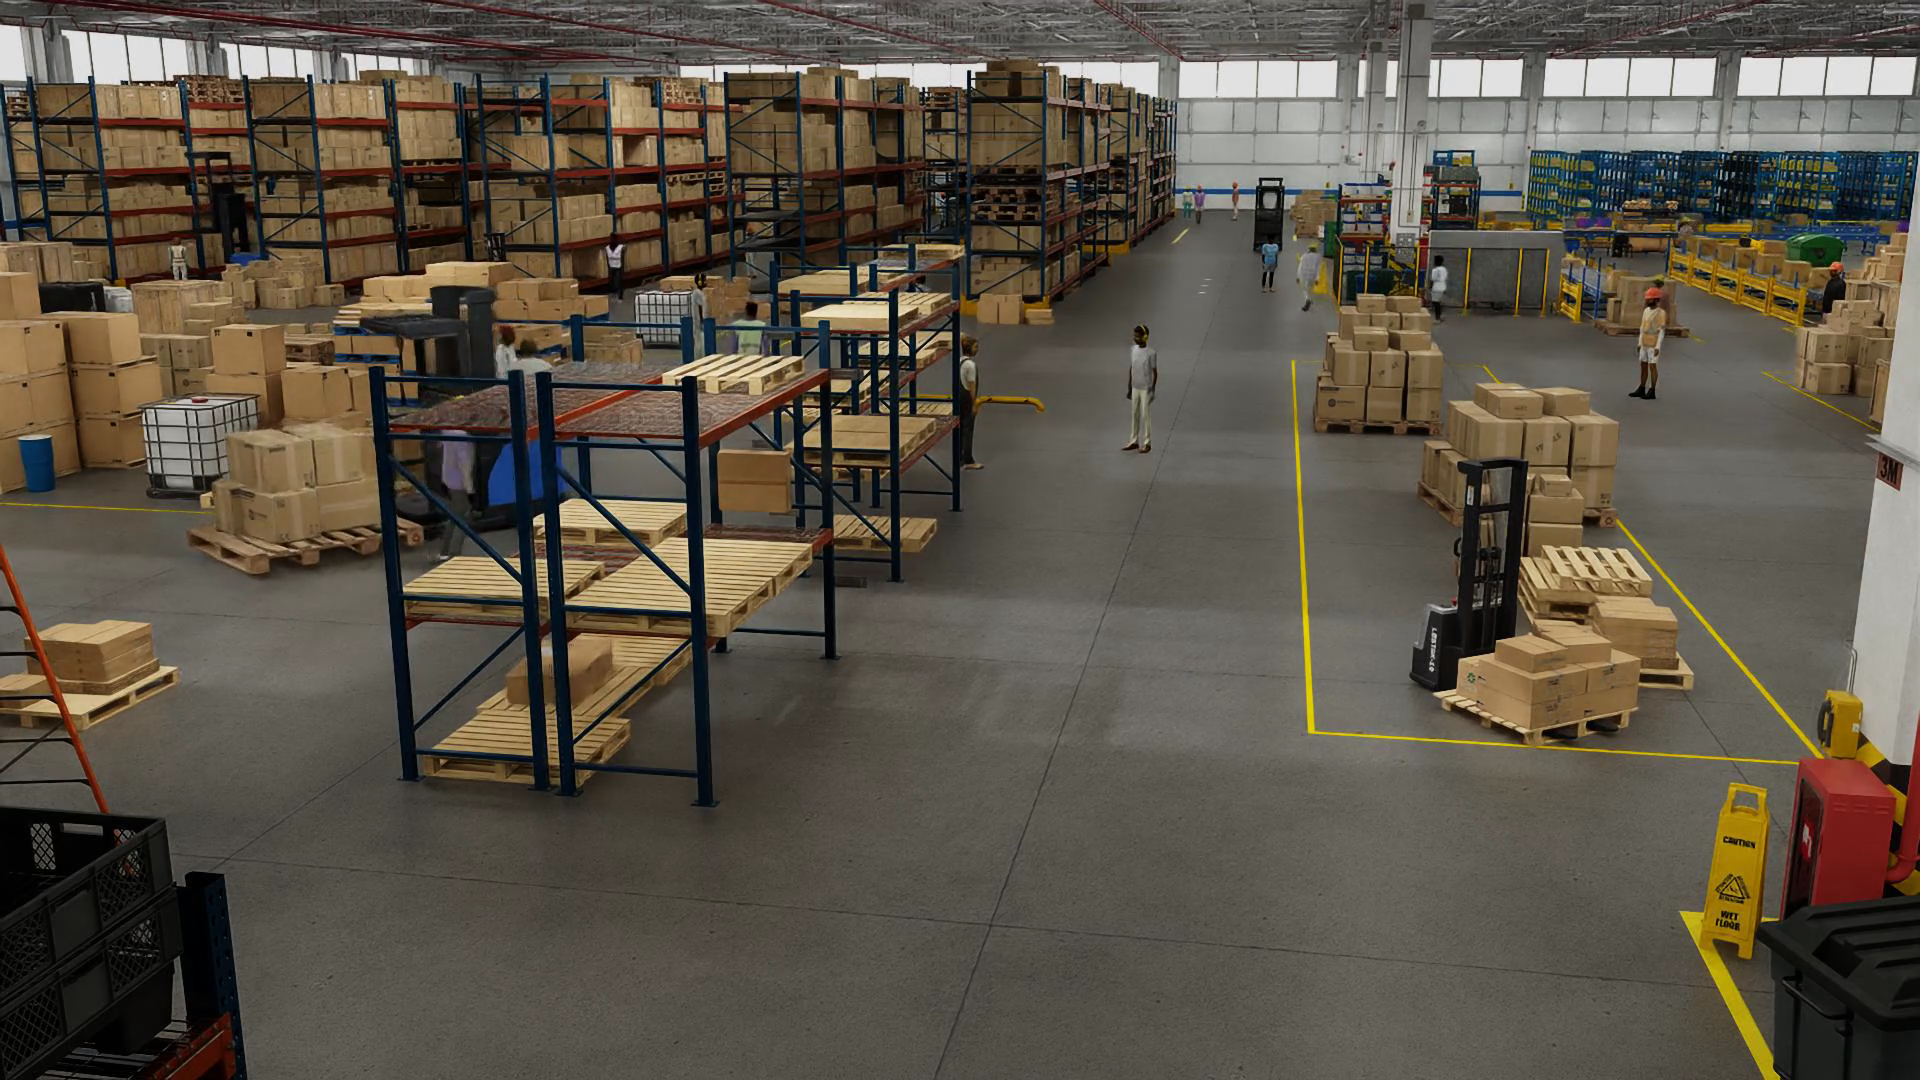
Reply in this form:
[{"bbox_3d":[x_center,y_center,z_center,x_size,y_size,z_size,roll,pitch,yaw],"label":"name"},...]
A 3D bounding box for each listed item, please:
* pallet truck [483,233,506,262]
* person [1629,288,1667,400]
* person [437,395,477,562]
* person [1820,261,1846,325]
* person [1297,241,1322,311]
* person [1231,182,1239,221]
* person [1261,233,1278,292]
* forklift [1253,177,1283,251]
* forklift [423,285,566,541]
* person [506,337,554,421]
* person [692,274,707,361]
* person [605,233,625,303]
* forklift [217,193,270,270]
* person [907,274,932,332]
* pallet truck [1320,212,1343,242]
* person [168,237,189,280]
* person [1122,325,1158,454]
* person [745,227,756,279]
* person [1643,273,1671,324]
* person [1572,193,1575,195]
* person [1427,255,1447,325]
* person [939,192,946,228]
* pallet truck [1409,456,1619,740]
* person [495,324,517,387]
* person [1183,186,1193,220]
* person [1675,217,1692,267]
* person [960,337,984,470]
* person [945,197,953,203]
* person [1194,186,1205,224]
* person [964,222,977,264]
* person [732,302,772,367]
[{"bbox_3d":[-11.832,-7.026,43.548,1.885,1.965,0.823,8,16,28],"label":"pallet truck"},{"bbox_3d":[12.038,-3.426,29.051,0.361,1.940,0.543,-4,14,-16],"label":"person"},{"bbox_3d":[-5.341,-0.625,17.794,0.501,1.878,0.643,-8,16,-28],"label":"person"},{"bbox_3d":[17.908,-4.721,34.191,0.375,1.997,0.608,-1,14,-4],"label":"person"},{"bbox_3d":[9.067,-6.815,43.088,0.613,1.806,0.580,-2,14,-7],"label":"person"},{"bbox_3d":[14.285,-17.585,86.421,0.395,1.994,0.613,1,14,6],"label":"person"},{"bbox_3d":[8.992,-8.044,48.295,0.535,1.700,0.318,-5,15,-20],"label":"person"},{"bbox_3d":[12.083,-12.747,64.956,1.129,2.768,1.873,3,14,10],"label":"forklift"},{"bbox_3d":[-5.765,-1.571,19.581,1.873,2.768,1.129,-13,19,-43],"label":"forklift"},{"bbox_3d":[-5.737,-1.760,22.328,0.640,1.918,0.676,-9,16,-33],"label":"person"},{"bbox_3d":[-5.108,-4.308,32.773,0.332,1.872,0.514,-5,15,-18],"label":"person"},{"bbox_3d":[-9.363,-7.367,45.146,0.605,1.899,0.617,4,14,16],"label":"person"},{"bbox_3d":[-21.208,-8.751,48.732,1.873,2.768,1.129,3,14,10],"label":"forklift"},{"bbox_3d":[-0.813,-4.548,33.665,0.622,1.914,0.998,11,18,38],"label":"person"},{"bbox_3d":[15.874,-13.227,70.310,0.680,1.201,1.601,10,17,35],"label":"pallet truck"},{"bbox_3d":[-22.327,-7.836,47.571,0.522,1.640,0.306,-5,15,-20],"label":"person"},{"bbox_3d":[2.634,-2.194,24.207,0.327,1.865,0.521,-13,19,-42],"label":"person"},{"bbox_3d":[-6.648,-9.094,52.695,0.507,1.632,0.266,13,19,43],"label":"person"},{"bbox_3d":[14.322,-4.611,34.254,0.720,1.746,0.532,-13,19,-42],"label":"person"},{"bbox_3d":[33.322,-18.388,89.980,0.568,1.849,0.386,-9,16,-31],"label":"person"},{"bbox_3d":[11.513,-6.037,40.170,0.538,1.682,0.432,-13,19,-43],"label":"person"},{"bbox_3d":[-0.749,-14.686,74.768,0.356,1.937,0.552,-3,14,-12],"label":"person"},{"bbox_3d":[4.504,0.400,13.395,0.823,1.965,1.885,-6,15,-23],"label":"pallet truck"},{"bbox_3d":[-6.505,-2.219,24.301,0.655,1.860,0.599,1,14,4],"label":"person"},{"bbox_3d":[12.003,-17.766,87.639,0.526,1.762,0.336,3,14,14],"label":"person"},{"bbox_3d":[24.582,-10.124,56.638,0.728,1.734,0.542,-5,15,-18],"label":"person"},{"bbox_3d":[0.094,-1.897,23.048,0.348,1.840,0.506,-7,15,-26],"label":"person"},{"bbox_3d":[-0.456,-15.003,76.052,0.359,1.939,0.635,-9,16,-32],"label":"person"},{"bbox_3d":[11.973,-16.747,83.224,0.547,1.898,0.854,2,14,8],"label":"person"},{"bbox_3d":[0.425,-10.322,57.322,0.645,1.813,0.537,-8,16,-29],"label":"person"},{"bbox_3d":[-3.389,-2.973,27.293,0.631,1.895,0.694,2,14,9],"label":"person"}]
